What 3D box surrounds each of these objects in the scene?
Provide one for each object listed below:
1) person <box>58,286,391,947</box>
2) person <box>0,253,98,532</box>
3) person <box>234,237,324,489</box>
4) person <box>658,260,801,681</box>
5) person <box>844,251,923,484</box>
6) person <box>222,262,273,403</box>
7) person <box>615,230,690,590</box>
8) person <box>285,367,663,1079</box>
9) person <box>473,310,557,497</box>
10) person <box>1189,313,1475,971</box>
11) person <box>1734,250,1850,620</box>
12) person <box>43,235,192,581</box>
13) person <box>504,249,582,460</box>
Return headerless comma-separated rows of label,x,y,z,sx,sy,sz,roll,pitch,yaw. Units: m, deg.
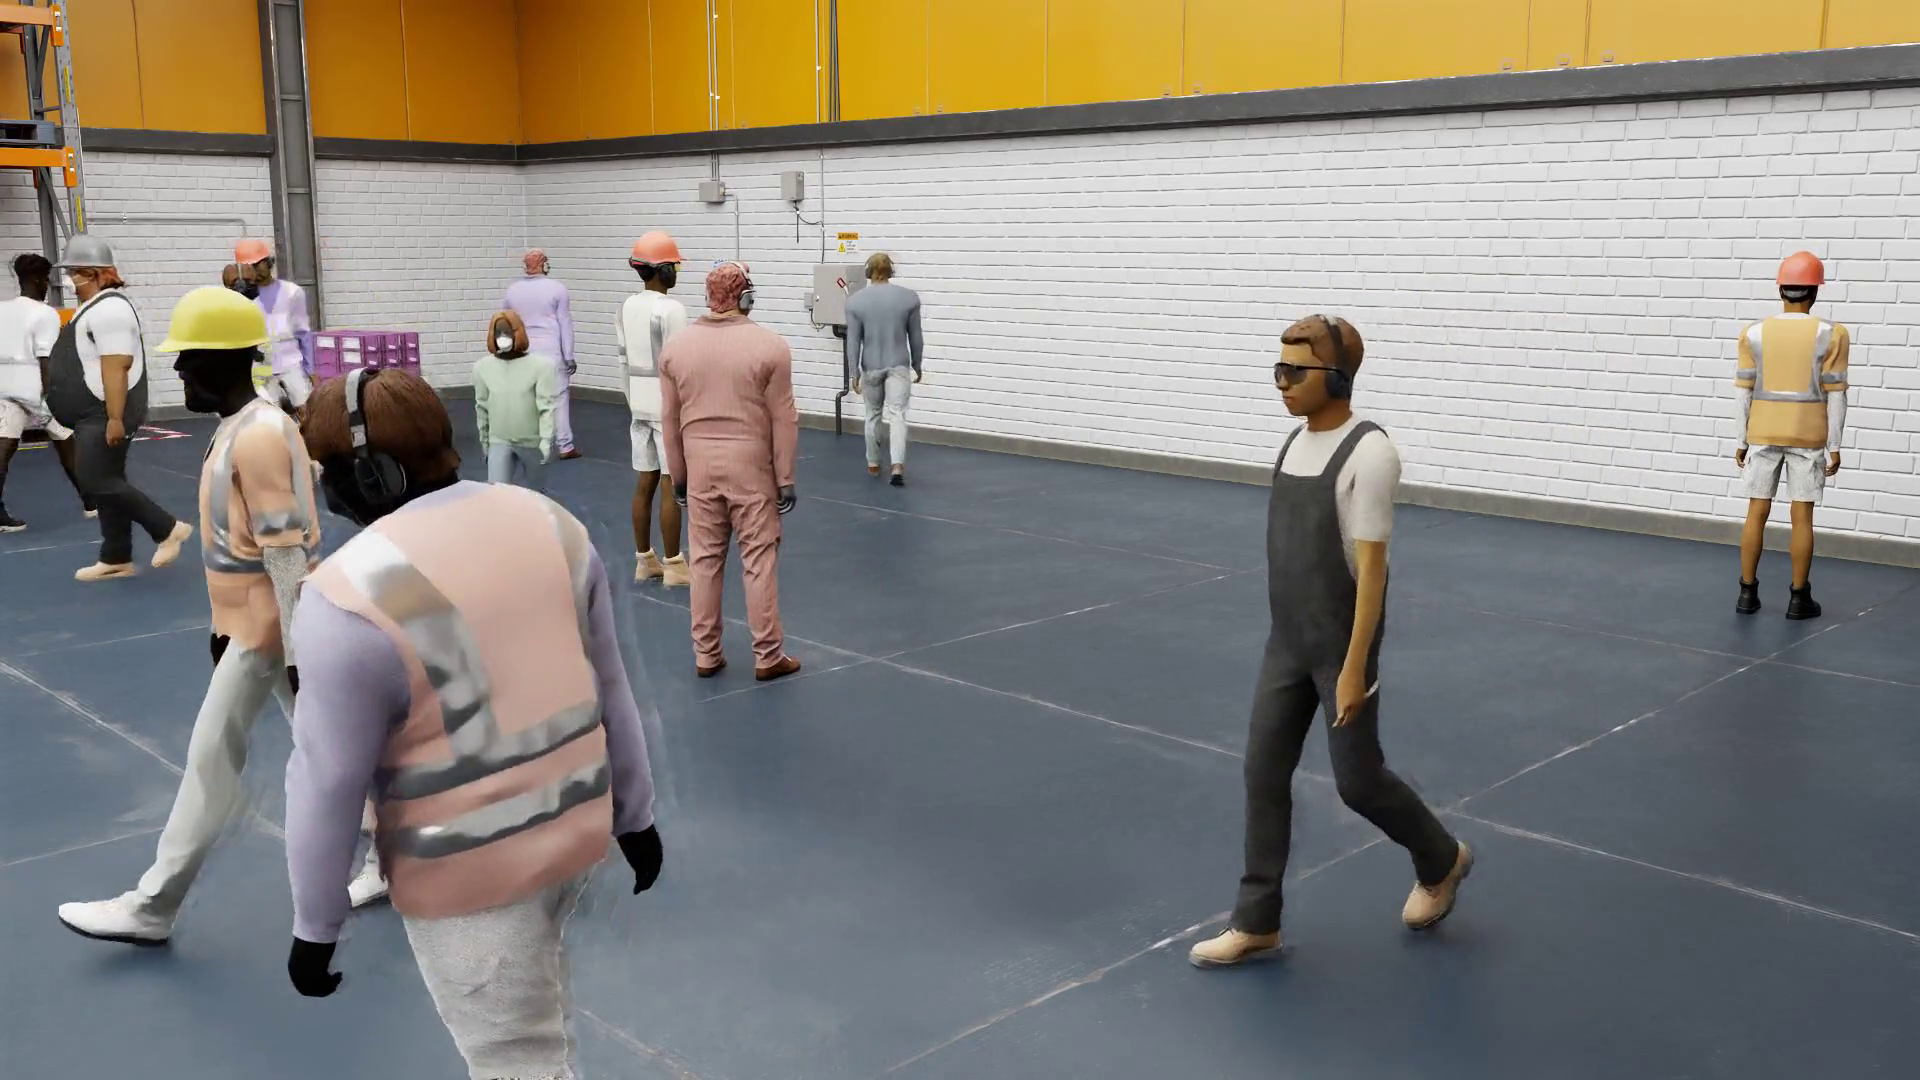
person,-2.069,0.223,4.771,1.006,1.873,0.610,-5,11,-23
person,-6.447,-1.033,11.569,0.598,1.893,1.088,3,11,13
person,-5.368,-1.344,12.975,0.683,2.004,0.467,-7,12,-32
person,-1.029,-0.308,7.587,0.642,1.909,0.399,3,11,15
person,-0.623,-1.418,13.670,0.639,1.906,0.961,0,10,0
person,-5.165,-1.104,12.145,0.597,1.820,0.648,-7,12,-33
person,-1.707,-0.738,9.549,0.607,2.048,0.365,10,14,43
person,-0.858,0.590,3.002,0.619,1.794,0.648,5,11,24
person,-2.598,-0.550,9.766,0.509,1.588,0.843,0,10,0
person,1.075,0.282,4.616,0.837,1.824,0.515,-5,11,-25
person,4.378,-0.546,8.795,0.545,1.942,0.349,8,13,37
person,-4.966,-0.758,9.679,0.630,2.000,0.687,-6,12,-31
person,-3.766,-1.665,15.024,0.666,1.899,0.407,3,11,15
